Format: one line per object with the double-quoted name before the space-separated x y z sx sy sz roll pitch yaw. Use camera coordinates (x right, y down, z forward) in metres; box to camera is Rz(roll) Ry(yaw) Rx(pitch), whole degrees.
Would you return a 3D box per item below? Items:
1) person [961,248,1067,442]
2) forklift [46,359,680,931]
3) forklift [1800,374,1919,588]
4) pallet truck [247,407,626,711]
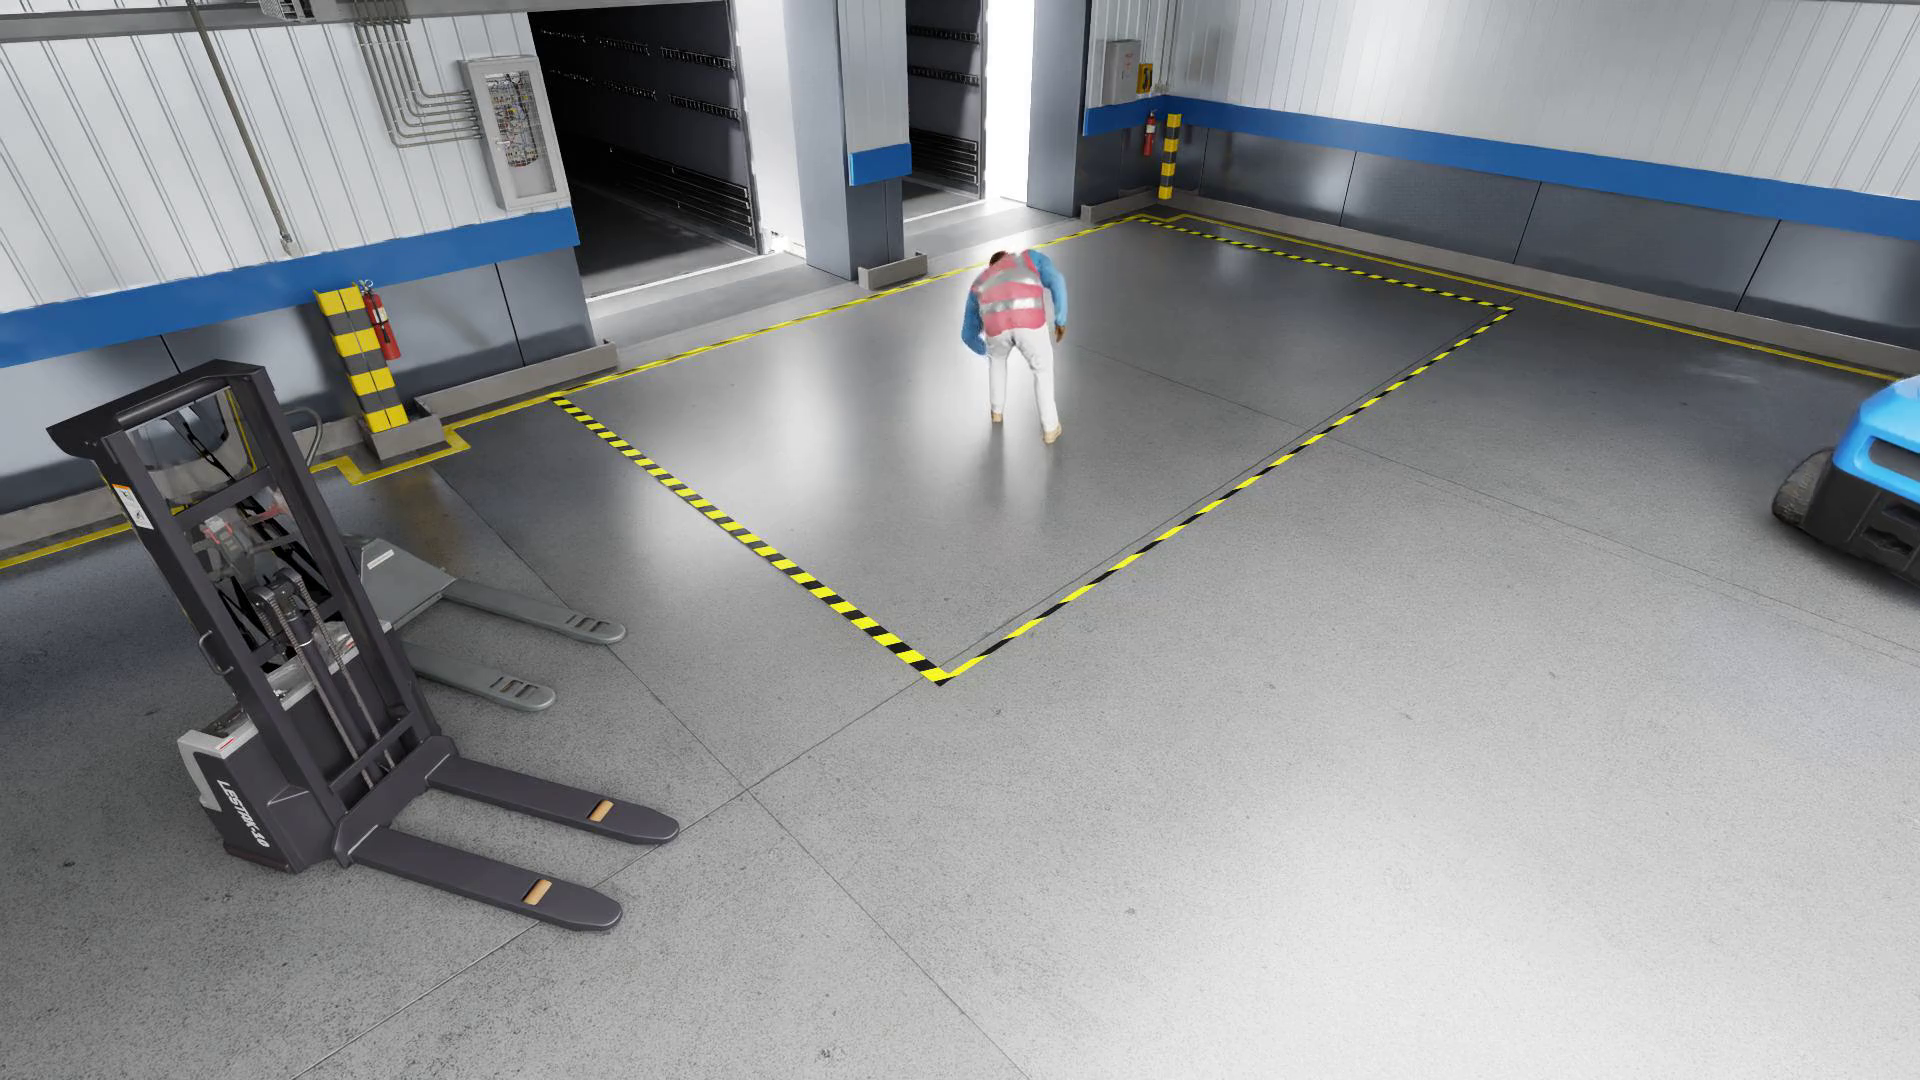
"person" 0.436 -1.499 6.842 0.864 1.289 0.882 13 36 19
"forklift" -2.135 0.422 3.354 1.885 1.965 0.823 10 35 14
"forklift" 6.375 -0.918 5.008 2.680 2.036 1.157 -12 36 -17
"pallet truck" -2.628 0.038 4.590 1.601 1.201 0.680 12 36 18
